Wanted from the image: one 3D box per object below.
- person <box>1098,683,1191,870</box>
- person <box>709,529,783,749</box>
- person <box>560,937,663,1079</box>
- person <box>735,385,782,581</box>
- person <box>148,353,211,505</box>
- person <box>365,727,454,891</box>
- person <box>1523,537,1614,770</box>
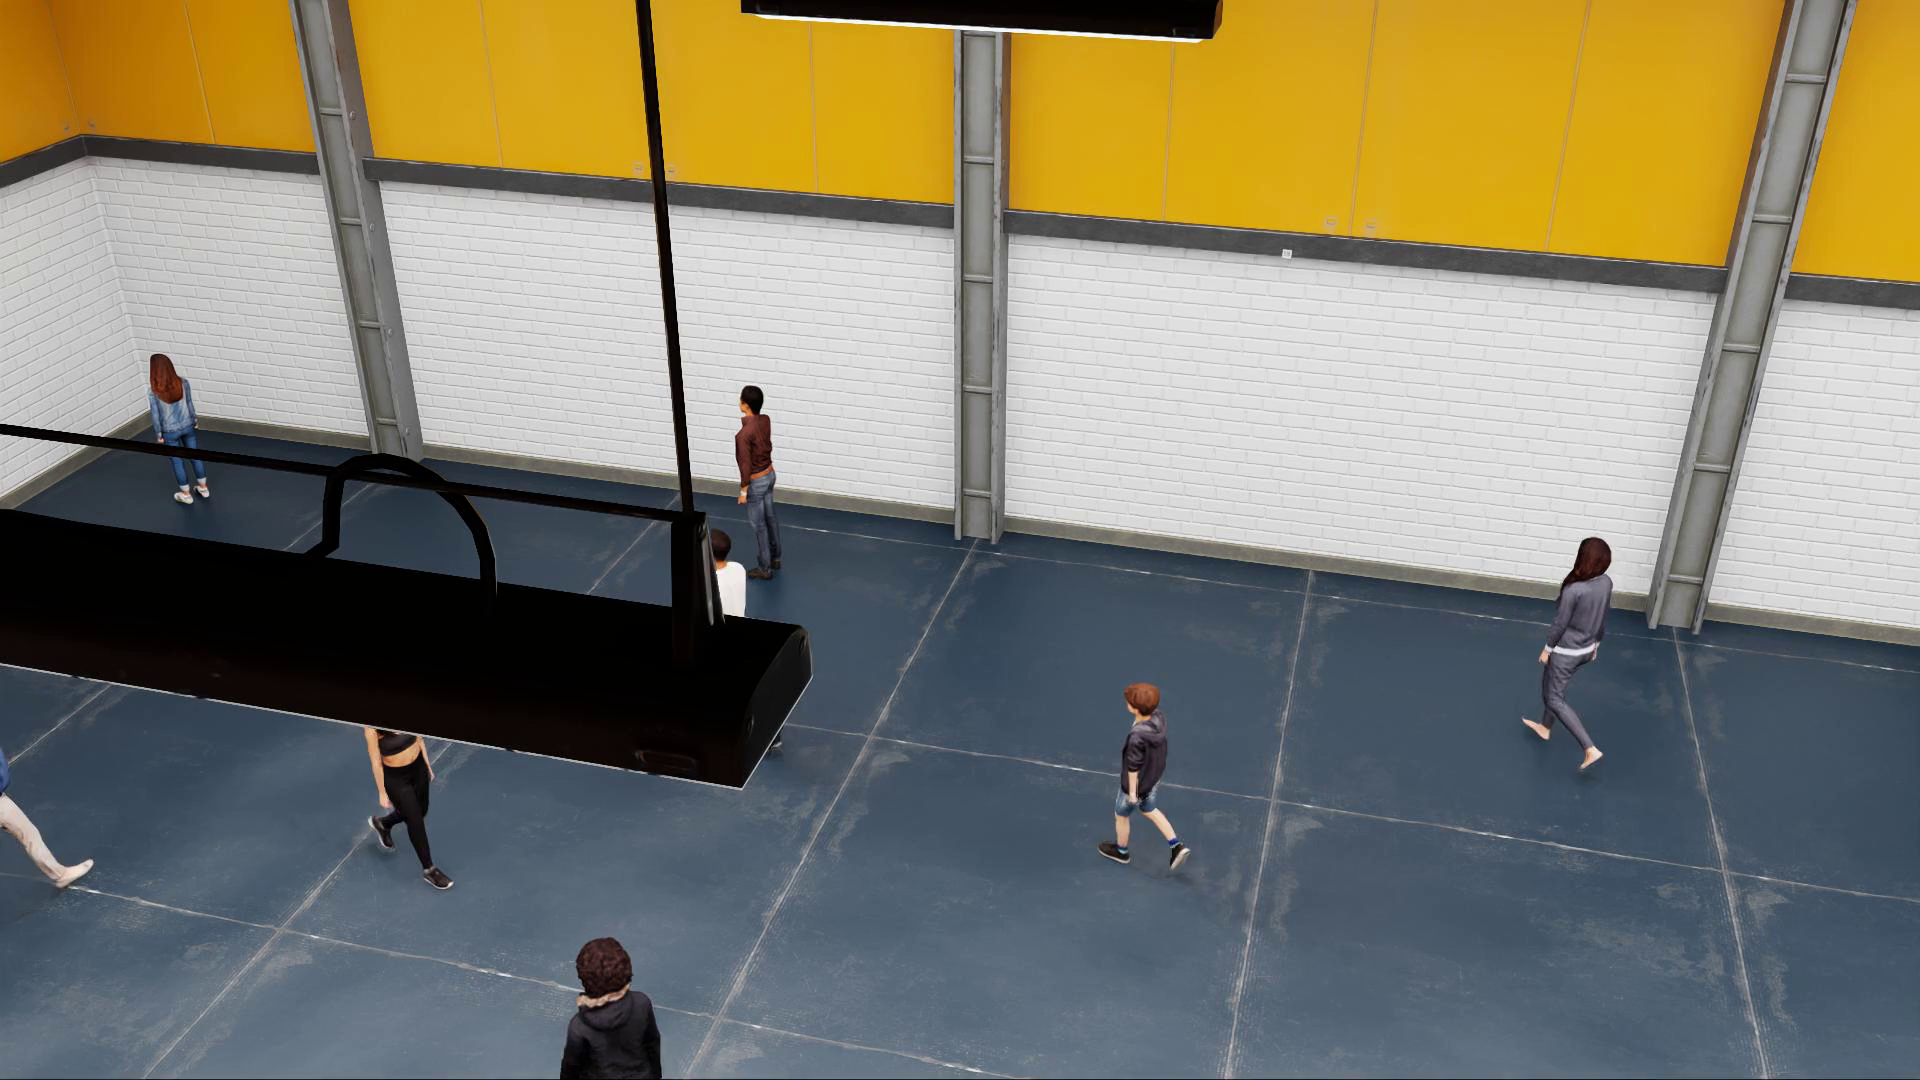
[{"bbox_3d":[1.238,1.563,10.849,0.939,1.431,0.747,21,35,33],"label":"person"},{"bbox_3d":[-1.615,0.758,11.988,1.207,1.763,0.914,18,34,30],"label":"person"},{"bbox_3d":[-1.664,2.782,8.280,0.953,1.751,1.079,-22,36,-35],"label":"person"},{"bbox_3d":[-1.722,-0.498,14.262,0.560,1.781,0.668,12,31,21],"label":"person"},{"bbox_3d":[-7.337,-1.057,15.605,0.637,1.475,0.627,25,37,37],"label":"person"},{"bbox_3d":[-3.647,1.504,10.755,1.012,1.624,0.713,15,32,26],"label":"person"},{"bbox_3d":[4.428,0.823,11.877,1.011,1.745,1.087,-16,33,-27],"label":"person"}]
